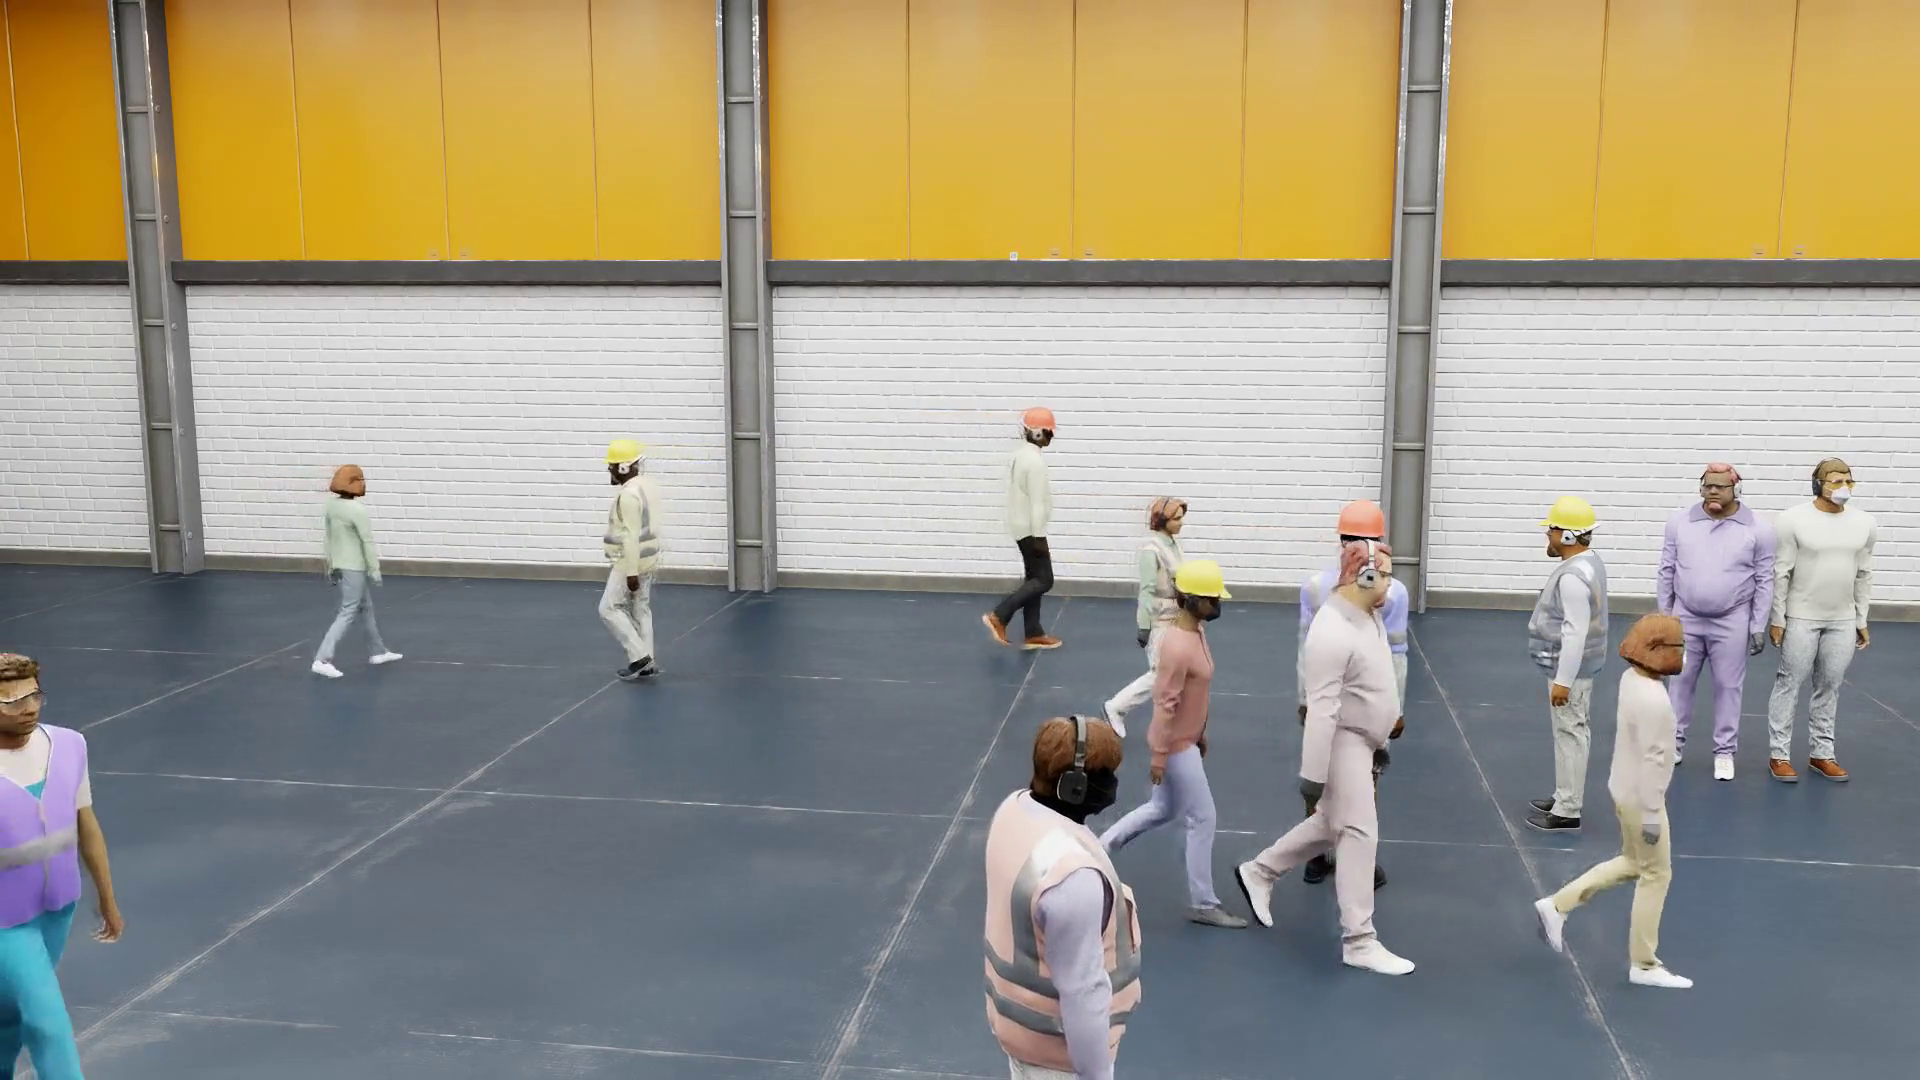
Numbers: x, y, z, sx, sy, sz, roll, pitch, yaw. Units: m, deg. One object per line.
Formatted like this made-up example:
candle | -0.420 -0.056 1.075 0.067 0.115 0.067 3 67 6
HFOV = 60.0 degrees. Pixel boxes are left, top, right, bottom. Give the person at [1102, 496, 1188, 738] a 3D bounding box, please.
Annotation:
person | 1.225 0.522 10.579 0.467 1.624 0.516 4 10 25

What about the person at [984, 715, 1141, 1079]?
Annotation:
person | 0.291 1.378 4.653 0.429 1.833 0.626 -2 9 -14

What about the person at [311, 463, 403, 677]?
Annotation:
person | -4.598 0.214 12.548 0.512 1.596 0.820 8 12 40

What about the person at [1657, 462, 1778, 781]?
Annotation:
person | 4.490 0.480 9.949 0.643 1.910 0.400 7 11 36

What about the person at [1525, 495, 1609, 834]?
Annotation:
person | 3.277 0.670 8.999 0.404 1.835 0.590 5 10 26

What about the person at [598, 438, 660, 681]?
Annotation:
person | -2.431 0.153 12.245 0.437 1.811 0.604 1 9 3

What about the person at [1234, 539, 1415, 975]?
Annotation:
person | 1.627 0.915 7.377 0.803 1.879 0.647 4 10 22

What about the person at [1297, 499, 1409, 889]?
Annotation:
person | 1.929 0.762 8.161 0.546 1.929 0.394 6 11 34

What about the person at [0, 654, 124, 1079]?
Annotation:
person | -3.121 1.249 5.559 0.955 1.799 0.581 3 10 20

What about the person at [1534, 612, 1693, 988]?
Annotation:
person | 2.823 1.095 7.072 0.562 1.620 0.503 2 9 12

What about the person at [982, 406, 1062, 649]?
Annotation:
person | 0.518 -0.081 13.185 0.560 1.976 0.630 -1 9 -8

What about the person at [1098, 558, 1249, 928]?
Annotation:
person | 0.939 0.927 7.755 0.797 1.734 0.523 2 10 15

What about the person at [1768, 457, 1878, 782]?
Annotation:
person | 5.105 0.475 9.880 0.631 1.940 0.372 0 9 -3
